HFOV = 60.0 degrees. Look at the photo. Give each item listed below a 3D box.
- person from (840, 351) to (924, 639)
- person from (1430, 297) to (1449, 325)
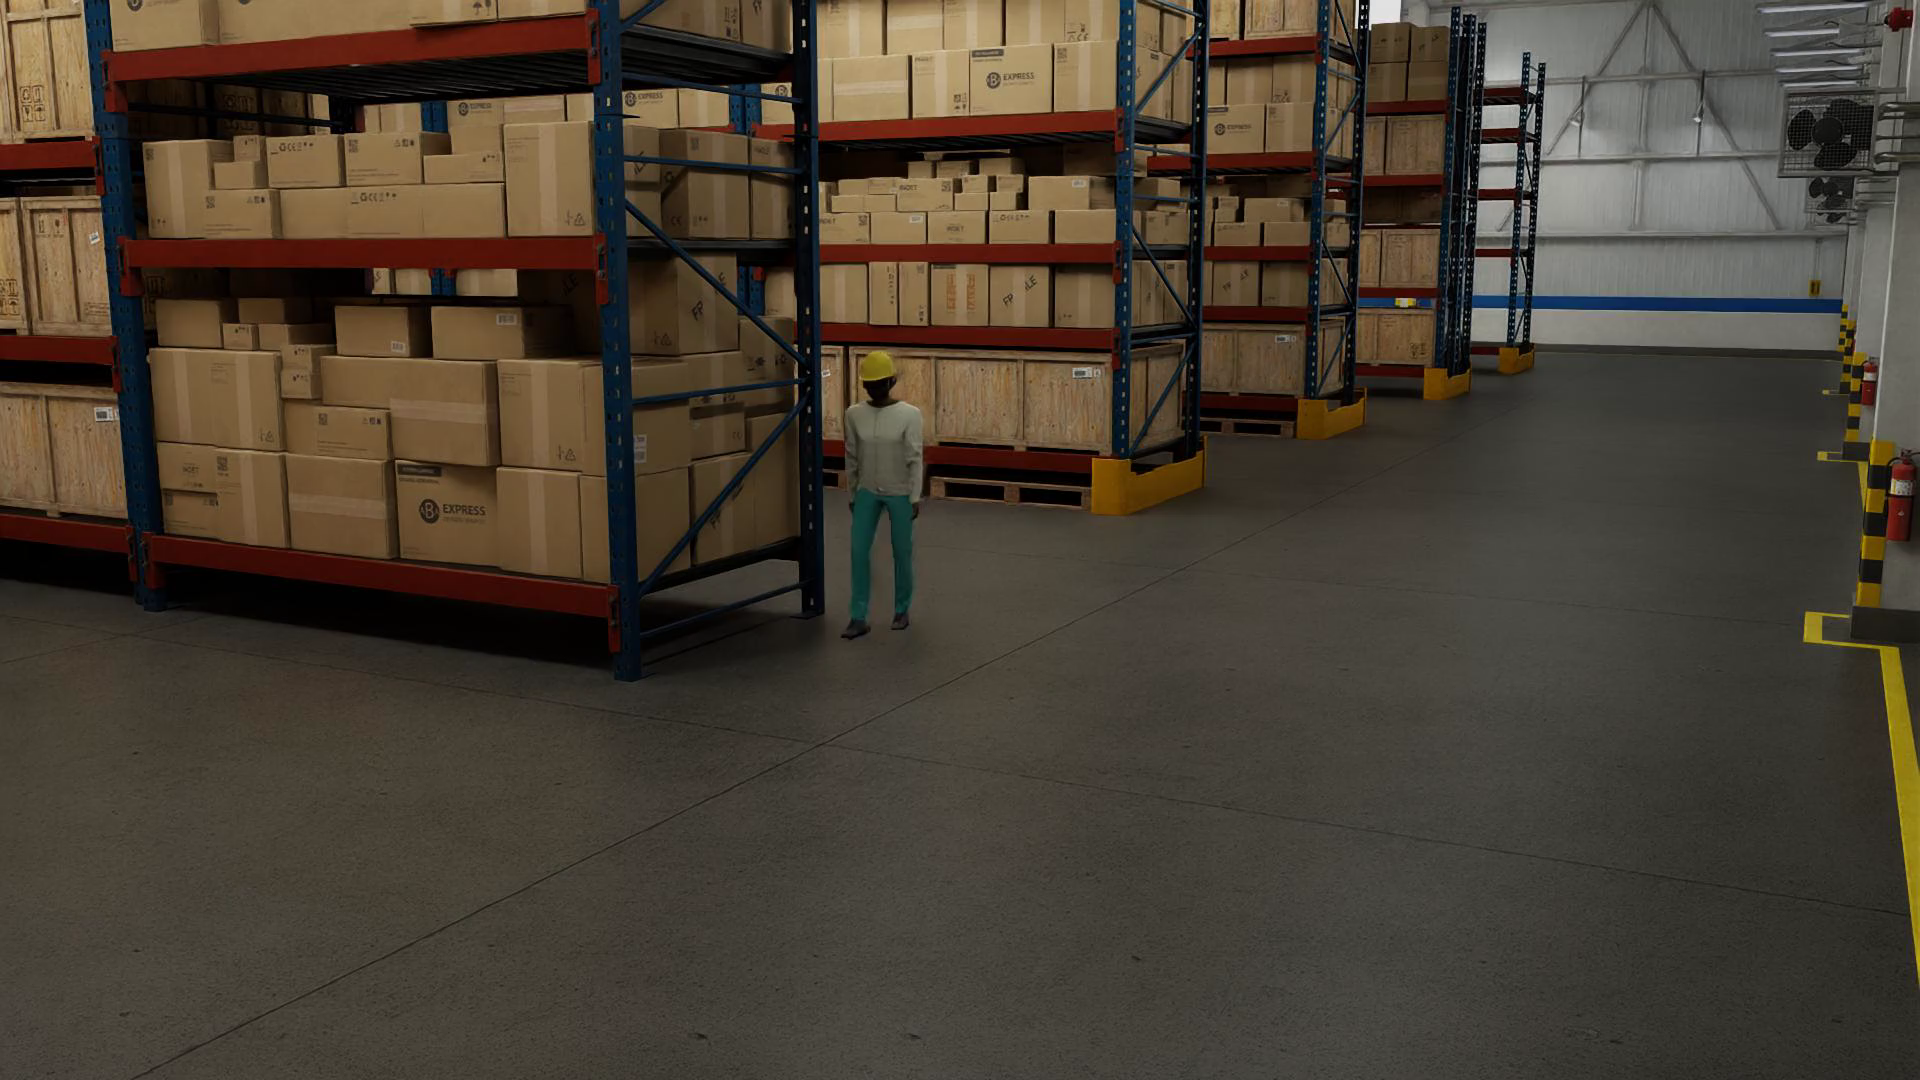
[{"bbox_3d":[-0.480,-0.264,10.068,0.541,1.735,0.779,3,10,14],"label":"person"},{"bbox_3d":[10.909,-5.091,37.993,0.586,1.739,0.372,-7,12,-37],"label":"person"}]
